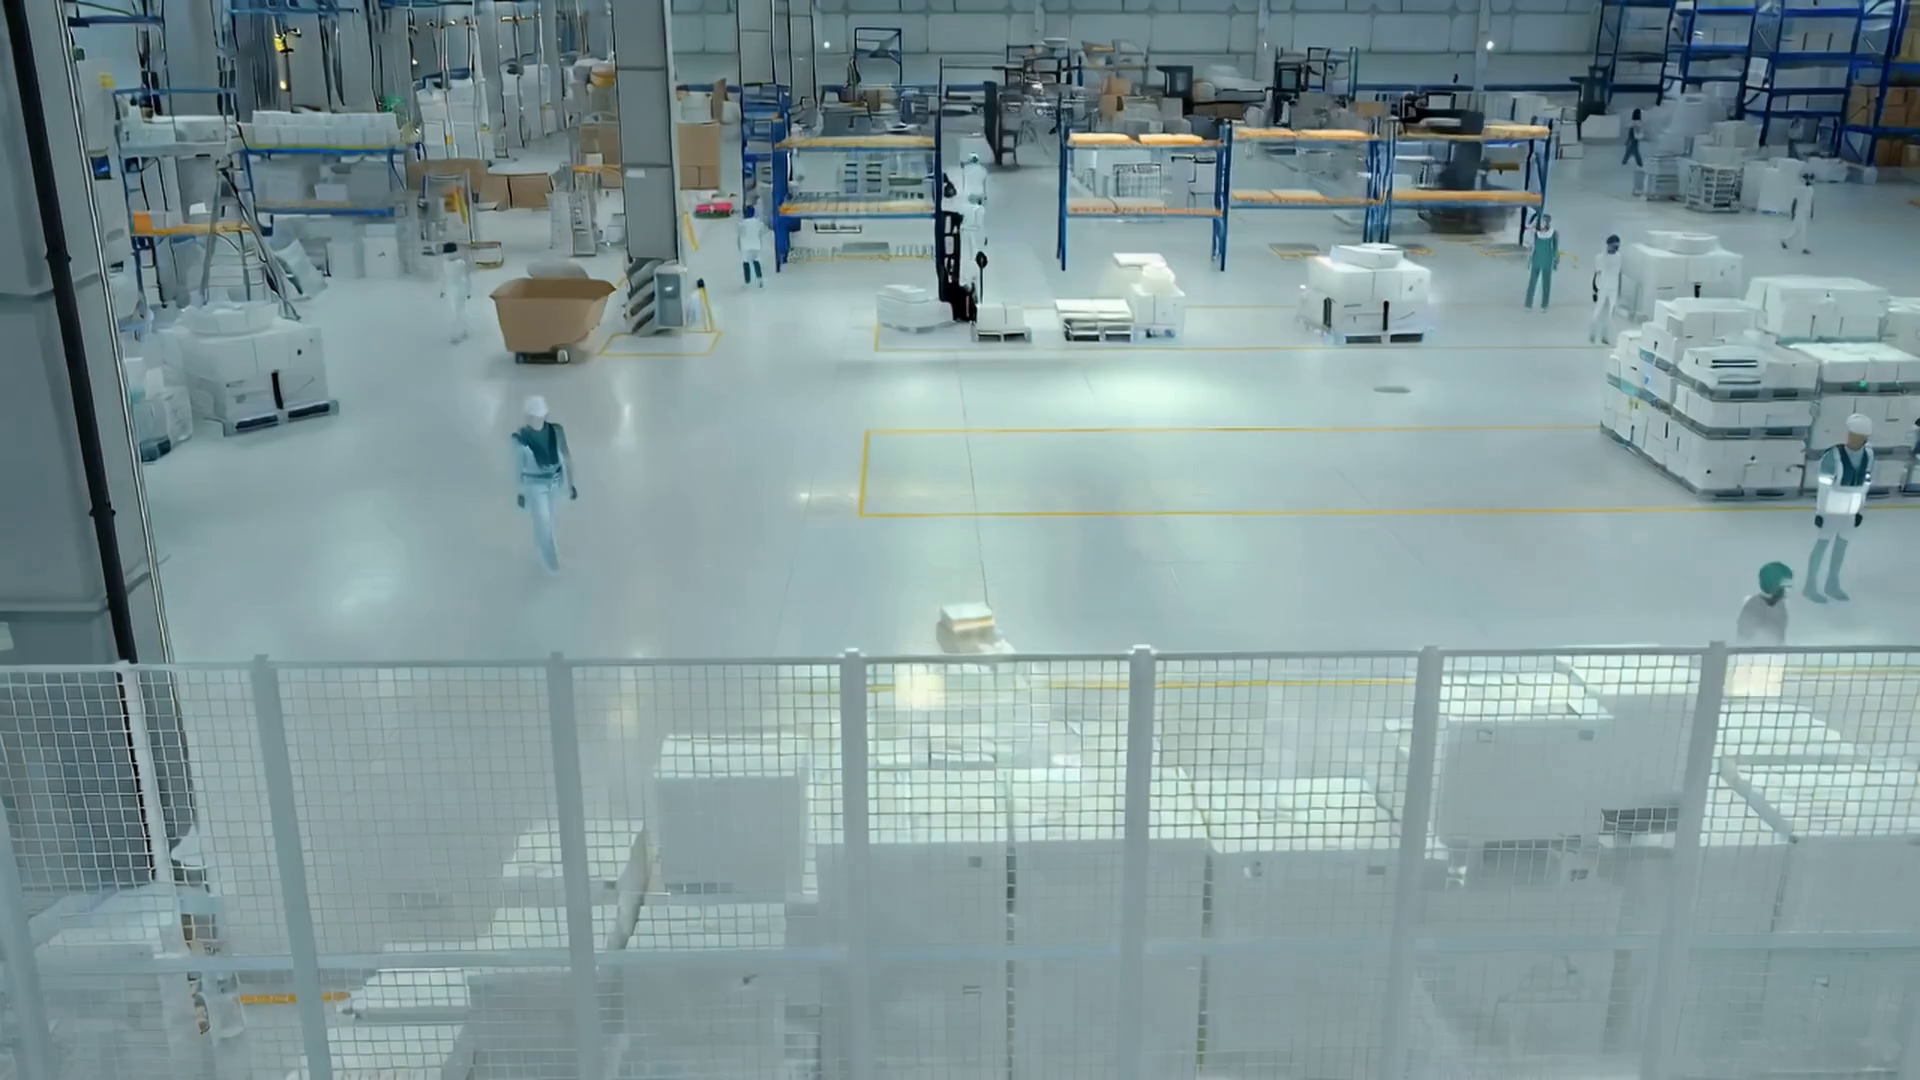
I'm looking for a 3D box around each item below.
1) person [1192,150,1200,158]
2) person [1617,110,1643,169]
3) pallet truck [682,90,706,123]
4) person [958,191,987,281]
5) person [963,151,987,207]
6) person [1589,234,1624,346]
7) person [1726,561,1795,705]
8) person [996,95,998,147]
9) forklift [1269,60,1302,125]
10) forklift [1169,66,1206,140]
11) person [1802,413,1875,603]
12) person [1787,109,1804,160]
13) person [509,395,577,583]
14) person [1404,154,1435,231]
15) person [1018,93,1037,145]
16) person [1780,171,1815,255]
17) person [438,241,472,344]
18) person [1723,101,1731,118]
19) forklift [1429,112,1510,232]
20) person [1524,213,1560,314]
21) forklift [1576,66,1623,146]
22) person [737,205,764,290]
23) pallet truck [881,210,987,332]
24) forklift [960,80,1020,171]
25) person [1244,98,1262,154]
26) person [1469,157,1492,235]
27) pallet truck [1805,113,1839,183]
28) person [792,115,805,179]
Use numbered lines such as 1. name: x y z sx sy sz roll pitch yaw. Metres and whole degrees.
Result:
1. person: 6.478 -10.019 45.589 0.889 1.576 0.531 -6 20 -18
2. person: 21.914 -13.001 54.030 0.606 1.862 0.977 -17 25 -41
3. pallet truck: -9.671 -15.907 62.421 0.823 1.965 1.885 5 19 15
4. person: 0.252 -6.140 33.718 0.654 1.821 0.502 8 20 23
5. person: 0.359 -8.508 40.579 0.587 1.928 0.364 -2 19 -6
6. person: 10.843 -4.180 27.832 0.553 1.869 0.335 -2 19 -7
7. person: 5.817 1.030 12.329 0.959 1.908 0.640 14 23 37
8. person: 1.342 -15.399 61.068 0.474 1.907 0.649 5 19 16
9. forklift: 13.195 -17.888 66.938 1.129 2.768 1.873 -1 19 -1
10. forklift: 8.249 -16.284 62.179 1.129 2.768 1.873 -12 22 -32
11. person: 8.638 -0.314 16.279 0.540 1.929 0.388 -3 19 -8
12. person: 27.505 -13.277 54.863 0.629 1.843 0.428 -14 23 -36
13. person: -4.325 -0.590 17.125 0.596 1.917 0.963 -16 24 -39
14. person: 11.253 -8.447 40.508 0.698 1.867 0.587 -1 19 -3
15. person: 2.488 -15.645 61.805 0.949 1.903 0.550 -5 19 -15
16. person: 18.908 -7.373 37.363 0.529 1.833 0.926 -7 20 -21
17. person: -8.552 -4.167 28.041 0.491 1.709 0.836 8 20 21
18. person: 28.160 -15.364 61.361 0.306 1.640 0.522 -16 24 -39
19. forklift: 12.392 -8.989 40.537 1.873 2.768 1.129 -1 19 -2
20. person: 10.693 -5.084 30.555 0.512 1.845 0.354 11 22 30
21. forklift: 23.569 -16.126 61.710 1.129 2.768 1.873 -11 22 -30
22. person: -4.118 -5.756 32.790 0.540 1.683 0.539 -7 20 -21
23. pallet truck: -0.493 -4.759 29.349 1.885 1.965 0.823 -13 23 -34
24. forklift: 0.960 -13.258 53.202 1.873 2.768 1.129 0 19 -1
25. person: 10.344 -14.642 58.833 0.656 1.894 0.982 2 19 5
26. person: 12.398 -8.141 39.548 0.448 1.890 0.608 5 19 15
27. pallet truck: 26.403 -11.957 50.702 0.823 1.965 1.885 6 19 16
28. person: -5.009 -12.106 51.236 0.365 1.935 0.553 -12 22 -31
